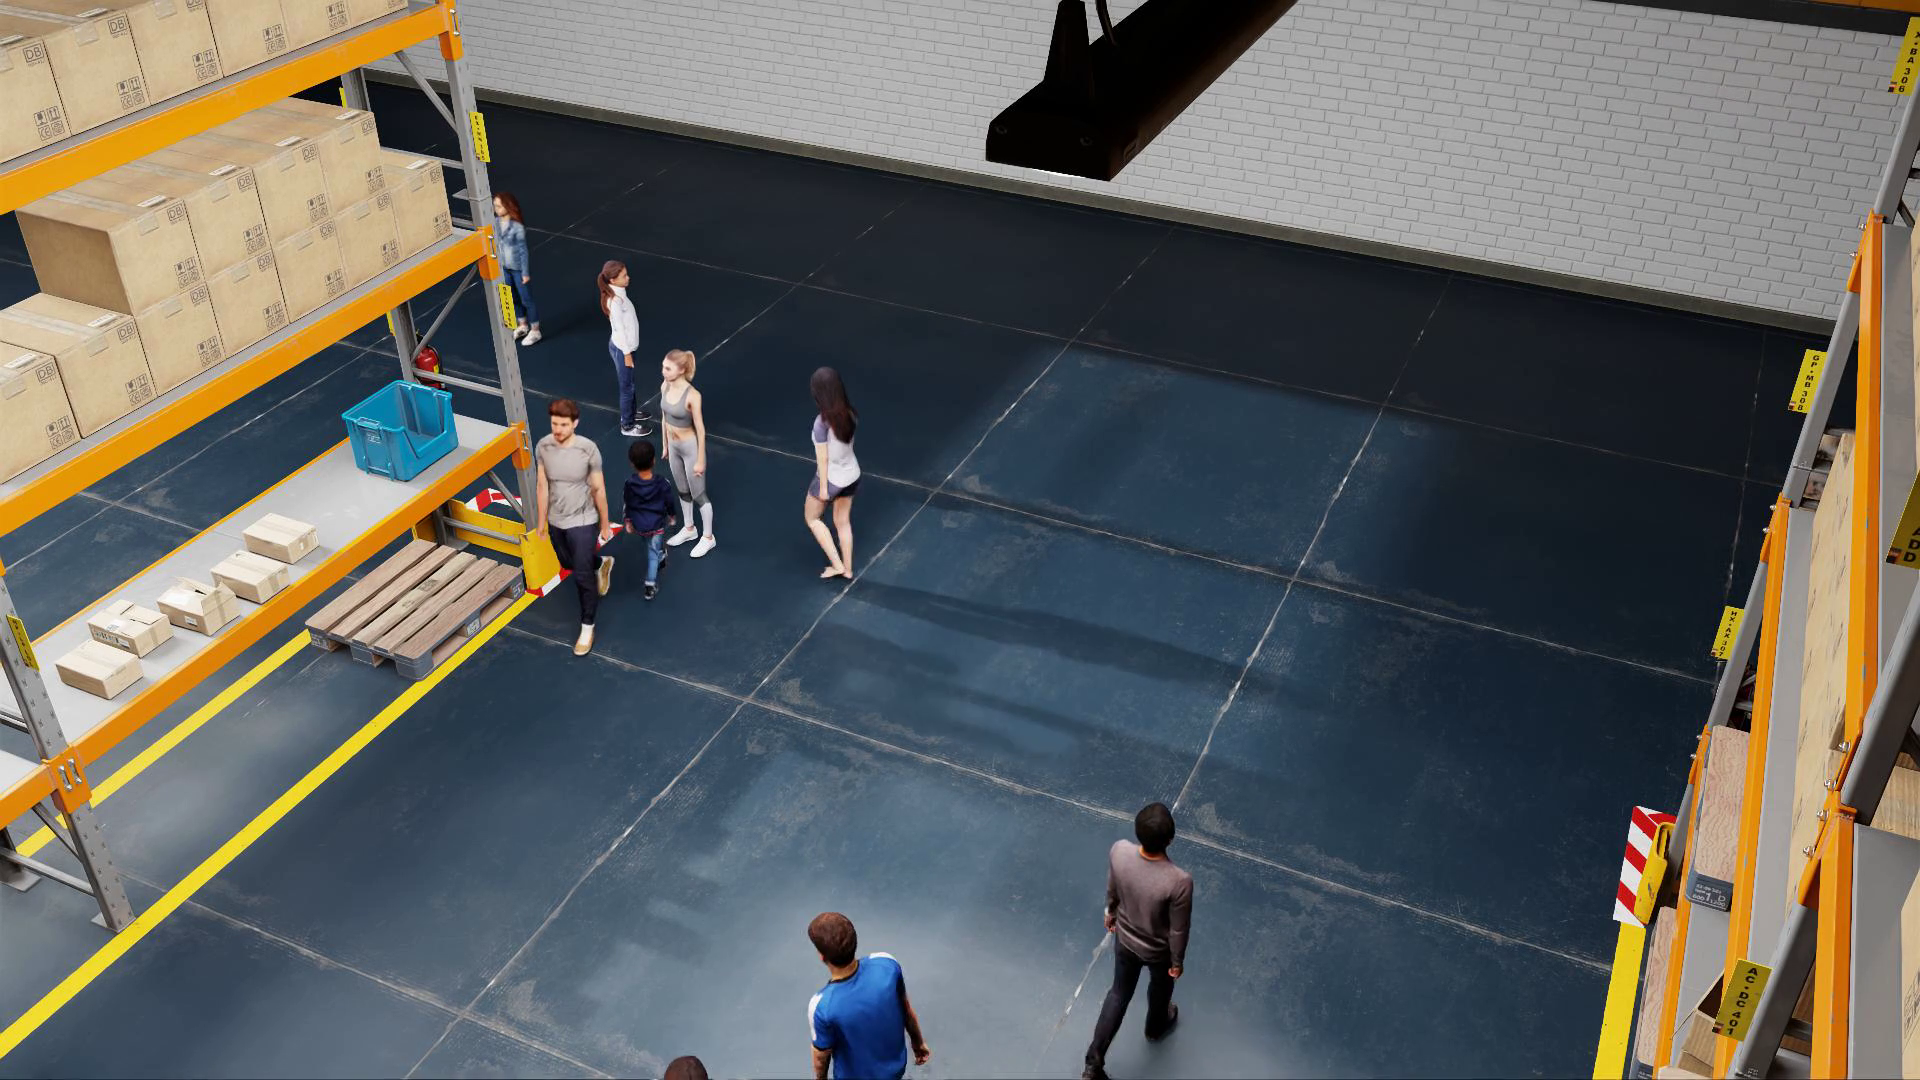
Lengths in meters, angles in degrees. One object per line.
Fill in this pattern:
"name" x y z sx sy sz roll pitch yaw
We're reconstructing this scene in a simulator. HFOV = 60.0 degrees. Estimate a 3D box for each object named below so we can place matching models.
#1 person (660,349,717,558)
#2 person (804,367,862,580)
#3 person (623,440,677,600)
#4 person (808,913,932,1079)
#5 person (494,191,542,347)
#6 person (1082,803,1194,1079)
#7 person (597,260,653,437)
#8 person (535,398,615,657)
"person" -2.051 -0.666 12.492 0.620 1.704 0.591 25 41 32
"person" -0.846 -0.430 12.154 0.737 1.685 0.588 16 37 22
"person" -2.276 -0.113 12.128 0.682 1.185 0.878 2 34 3
"person" -0.348 2.504 7.632 1.182 1.804 1.028 -27 42 -34
"person" -4.144 -2.557 15.544 0.602 1.476 0.567 23 40 30
"person" 0.875 2.060 8.360 1.129 1.739 0.803 15 36 21
"person" -2.856 -1.643 14.094 0.685 1.559 0.607 -5 34 -7
"person" -2.673 -0.185 11.619 0.758 1.870 1.151 9 35 13
